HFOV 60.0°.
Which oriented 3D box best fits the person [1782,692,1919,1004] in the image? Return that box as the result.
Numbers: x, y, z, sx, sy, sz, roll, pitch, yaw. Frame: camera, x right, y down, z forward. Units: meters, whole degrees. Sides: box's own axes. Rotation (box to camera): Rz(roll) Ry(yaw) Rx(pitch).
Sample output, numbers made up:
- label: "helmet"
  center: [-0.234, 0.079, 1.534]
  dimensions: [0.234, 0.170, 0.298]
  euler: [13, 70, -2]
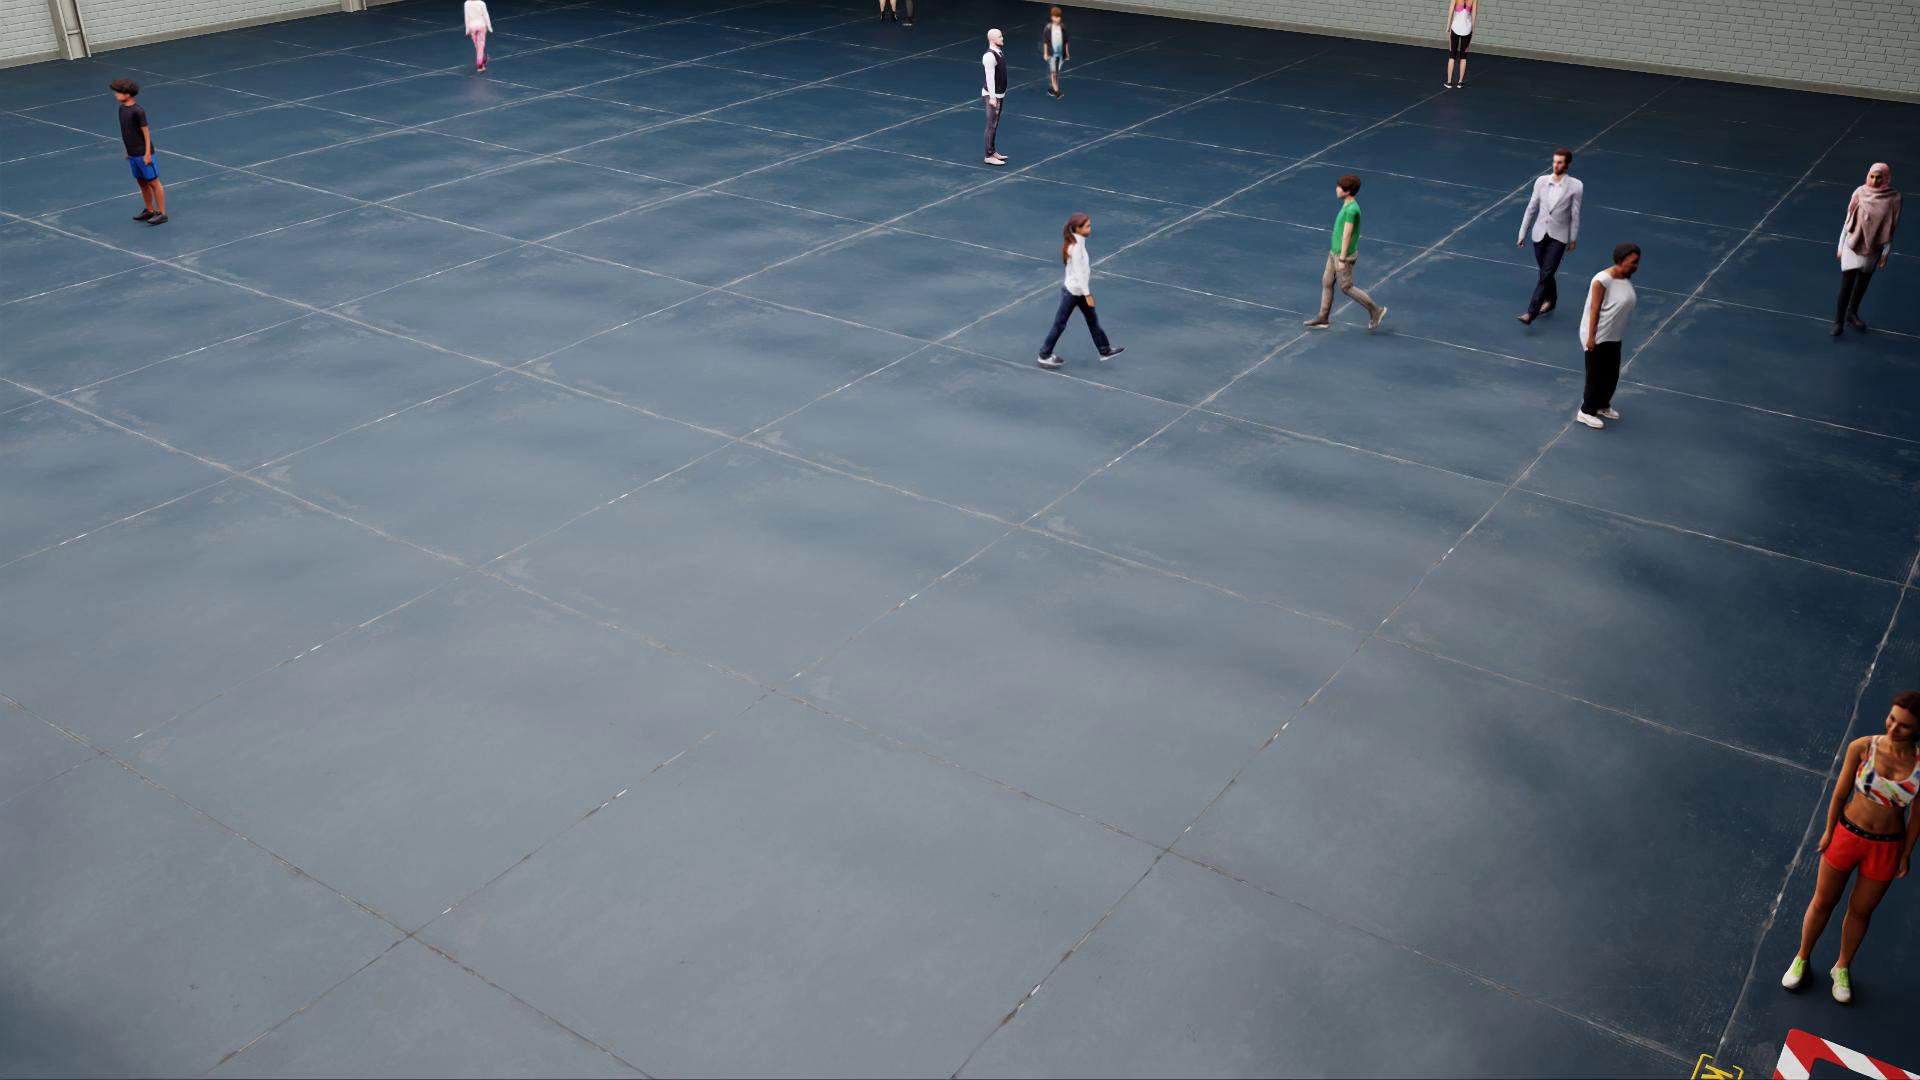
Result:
- label: "person"
  center: [4.499, 1.504, 8.259]
  dimensions: [0.582, 1.789, 0.550]
  euler: [14, 30, 25]

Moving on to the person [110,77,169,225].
- label: "person"
  center: [-10.113, -4.816, 20.528]
  dimensions: [0.597, 1.794, 0.551]
  euler: [17, 32, 30]

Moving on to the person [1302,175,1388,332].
- label: "person"
  center: [4.016, -2.904, 17.000]
  dimensions: [0.985, 1.624, 1.088]
  euler: [3, 27, 6]

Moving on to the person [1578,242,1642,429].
- label: "person"
  center: [5.784, -1.864, 14.911]
  dimensions: [0.692, 1.687, 0.810]
  euler: [-20, 33, -34]

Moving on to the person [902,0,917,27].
- label: "person"
  center: [-0.913, -10.635, 31.514]
  dimensions: [0.783, 1.708, 0.589]
  euler: [12, 30, 23]

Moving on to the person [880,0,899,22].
- label: "person"
  center: [-1.440, -11.191, 32.999]
  dimensions: [0.746, 1.711, 0.745]
  euler: [5, 28, 9]

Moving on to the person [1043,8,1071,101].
- label: "person"
  center: [1.526, -7.825, 26.797]
  dimensions: [0.980, 1.405, 0.932]
  euler: [-11, 29, -20]

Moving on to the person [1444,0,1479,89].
- label: "person"
  center: [8.284, -8.402, 27.500]
  dimensions: [0.675, 1.788, 0.656]
  euler: [5, 28, 10]

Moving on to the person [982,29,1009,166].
- label: "person"
  center: [0.475, -6.171, 23.128]
  dimensions: [0.834, 1.824, 0.690]
  euler: [5, 28, 10]

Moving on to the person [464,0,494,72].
- label: "person"
  center: [-8.343, -8.814, 28.712]
  dimensions: [0.864, 1.409, 1.065]
  euler: [3, 27, 6]

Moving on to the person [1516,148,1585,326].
- label: "person"
  center: [6.185, -3.158, 17.303]
  dimensions: [0.833, 1.799, 1.232]
  euler: [24, 36, 39]

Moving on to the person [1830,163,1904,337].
- label: "person"
  center: [9.226, -2.958, 16.958]
  dimensions: [0.748, 1.759, 0.936]
  euler: [9, 29, 17]

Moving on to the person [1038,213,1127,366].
- label: "person"
  center: [1.027, -2.387, 16.121]
  dimensions: [0.891, 1.509, 1.066]
  euler: [4, 28, 9]
